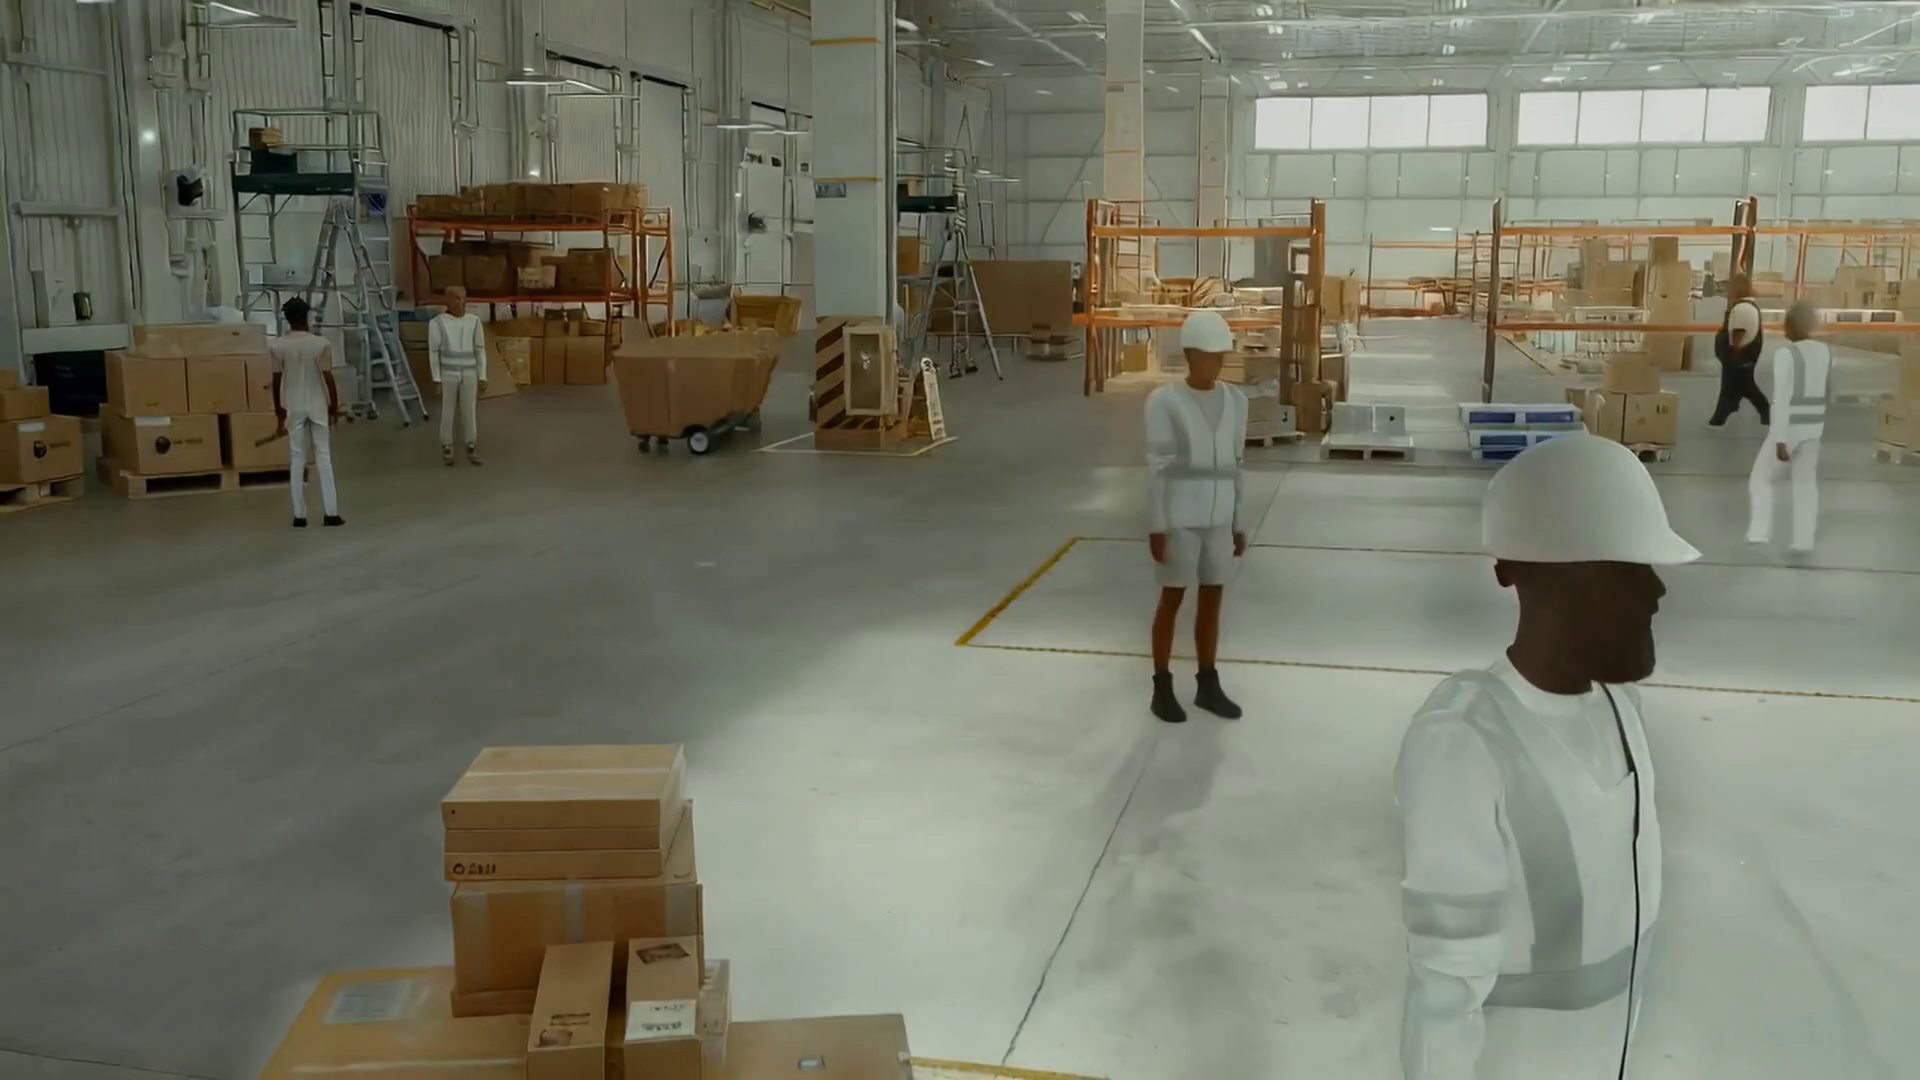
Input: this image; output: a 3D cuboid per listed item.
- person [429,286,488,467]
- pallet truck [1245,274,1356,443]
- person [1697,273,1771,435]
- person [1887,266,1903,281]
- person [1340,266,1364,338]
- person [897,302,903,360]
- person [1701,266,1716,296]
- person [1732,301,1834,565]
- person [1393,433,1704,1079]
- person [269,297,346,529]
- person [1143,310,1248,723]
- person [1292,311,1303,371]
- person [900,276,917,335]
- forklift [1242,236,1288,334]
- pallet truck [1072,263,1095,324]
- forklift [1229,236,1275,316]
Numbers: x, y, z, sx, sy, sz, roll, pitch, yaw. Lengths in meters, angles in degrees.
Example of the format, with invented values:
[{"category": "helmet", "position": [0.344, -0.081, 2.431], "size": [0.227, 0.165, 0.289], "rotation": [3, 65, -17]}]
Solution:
[{"category": "person", "position": [-5.233, -1.704, 17.371], "size": [0.573, 1.883, 0.357], "rotation": [-6, 11, -31]}, {"category": "pallet truck", "position": [3.653, -2.138, 19.590], "size": [1.885, 1.965, 0.823], "rotation": [-4, 10, -20]}, {"category": "person", "position": [9.716, -2.319, 20.525], "size": [0.935, 2.000, 0.694], "rotation": [6, 11, 31]}, {"category": "person", "position": [29.310, -7.662, 52.332], "size": [0.550, 1.926, 0.569], "rotation": [0, 10, -2]}, {"category": "person", "position": [10.573, -6.404, 44.883], "size": [0.629, 1.940, 0.373], "rotation": [2, 10, 12]}, {"category": "person", "position": [-1.086, -2.671, 22.935], "size": [0.595, 1.925, 0.377], "rotation": [-4, 11, -23]}, {"category": "person", "position": [22.853, -7.404, 50.814], "size": [0.368, 1.929, 0.627], "rotation": [5, 11, 28]}, {"category": "person", "position": [5.915, -0.775, 11.946], "size": [0.600, 1.860, 0.696], "rotation": [-4, 11, -24]}, {"category": "person", "position": [0.850, 0.803, 2.470], "size": [0.364, 1.930, 0.588], "rotation": [8, 13, 40]}, {"category": "person", "position": [-5.253, -1.015, 13.373], "size": [0.521, 1.865, 0.328], "rotation": [-2, 10, -9]}, {"category": "person", "position": [1.122, -0.107, 7.813], "size": [0.551, 1.935, 0.370], "rotation": [-4, 11, -24]}, {"category": "person", "position": [6.608, -4.101, 31.930], "size": [0.335, 1.735, 0.484], "rotation": [6, 12, 33]}, {"category": "person", "position": [-1.494, -6.695, 47.430], "size": [0.532, 1.656, 0.880], "rotation": [5, 11, 25]}, {"category": "forklift", "position": [8.450, -6.728, 44.019], "size": [1.873, 2.768, 1.129], "rotation": [2, 10, 14]}, {"category": "pallet truck", "position": [4.325, -8.180, 55.162], "size": [0.823, 1.965, 1.885], "rotation": [6, 11, 31]}, {"category": "forklift", "position": [9.149, -7.747, 50.019], "size": [1.873, 2.768, 1.129], "rotation": [9, 13, 42]}]
